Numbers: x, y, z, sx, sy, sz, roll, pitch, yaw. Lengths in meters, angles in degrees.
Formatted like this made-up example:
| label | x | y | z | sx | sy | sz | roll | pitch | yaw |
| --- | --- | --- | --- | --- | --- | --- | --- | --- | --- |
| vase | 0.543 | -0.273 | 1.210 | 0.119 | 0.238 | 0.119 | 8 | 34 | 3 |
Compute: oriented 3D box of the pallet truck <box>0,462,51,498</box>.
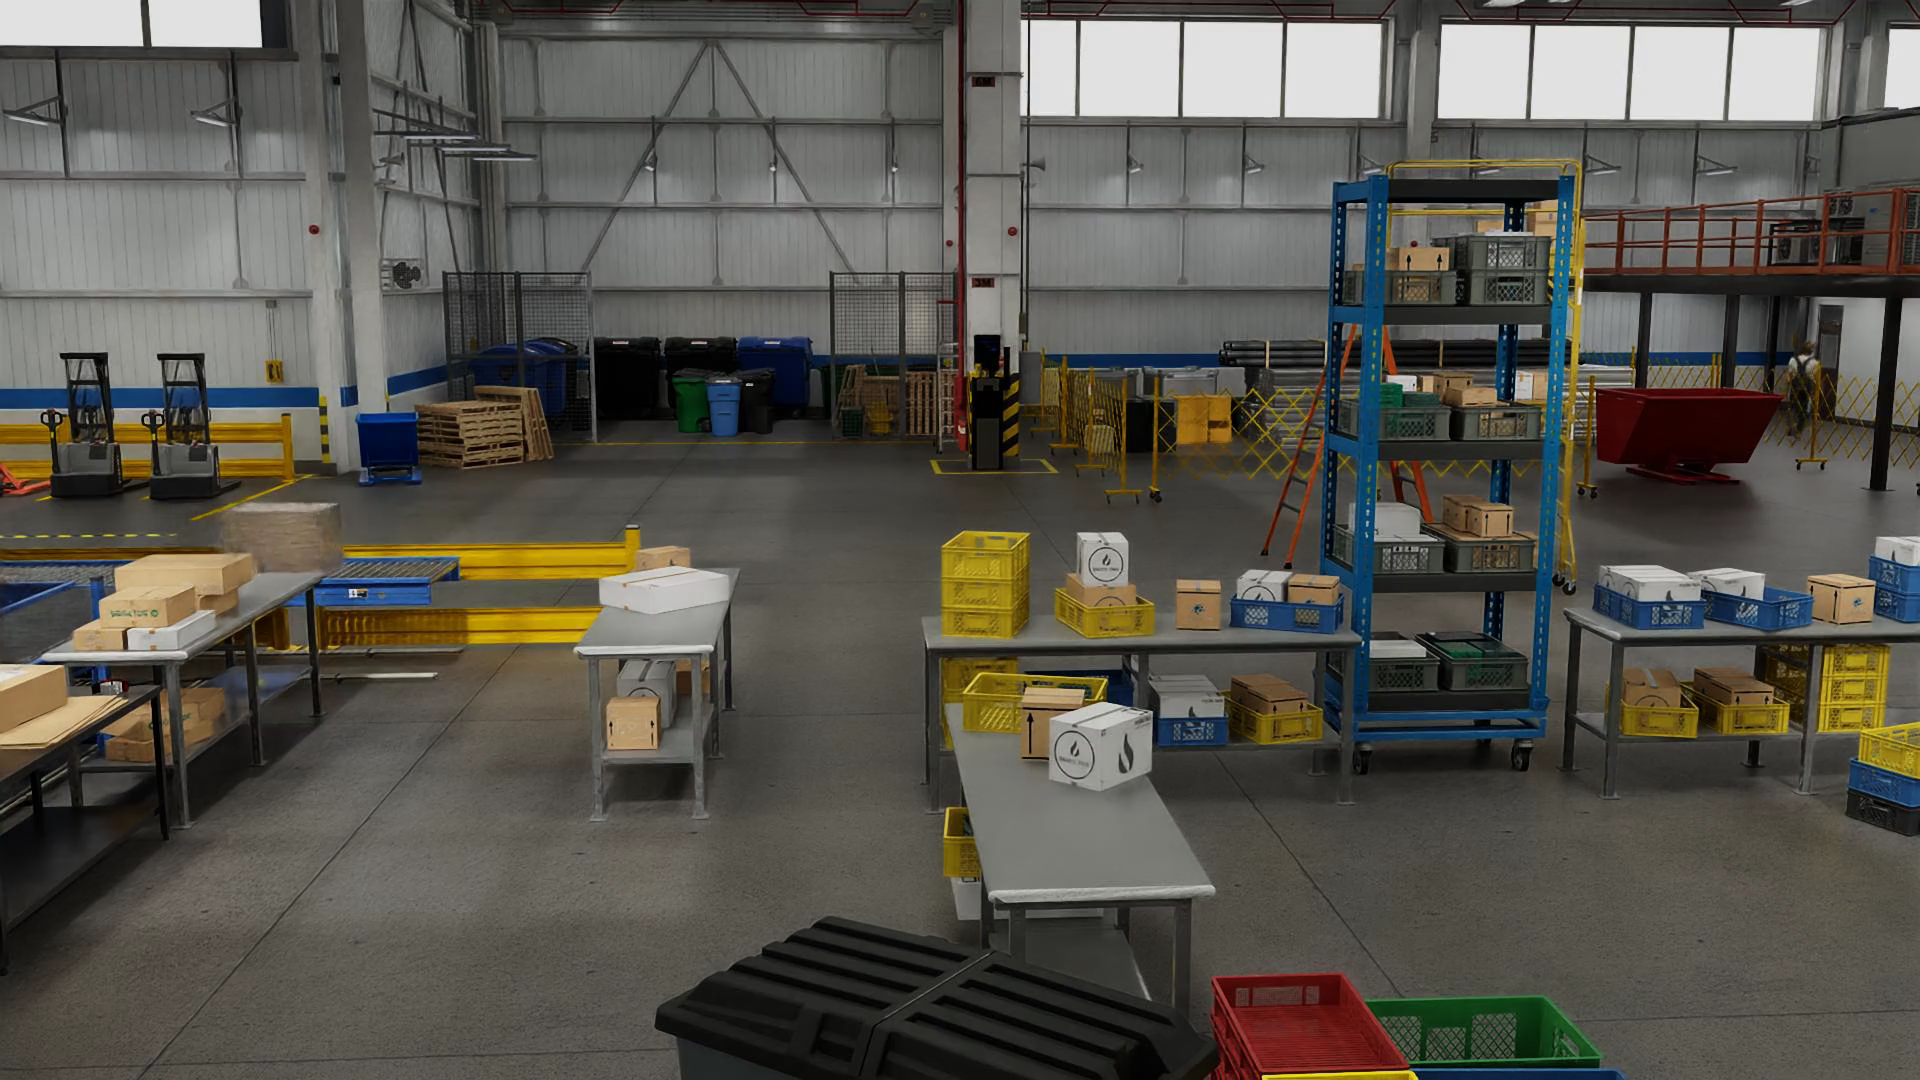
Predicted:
| label | x | y | z | sx | sy | sz | roll | pitch | yaw |
| --- | --- | --- | --- | --- | --- | --- | --- | --- | --- |
| pallet truck | -13.193 | -1.293 | 23.148 | 0.653 | 1.274 | 1.630 | -1 | 9 | -4 |

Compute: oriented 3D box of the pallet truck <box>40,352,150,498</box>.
| label | x | y | z | sx | sy | sz | roll | pitch | yaw |
| --- | --- | --- | --- | --- | --- | --- | --- | --- | --- |
| pallet truck | -11.907 | -1.642 | 23.165 | 0.823 | 1.965 | 1.885 | 0 | 9 | 0 |

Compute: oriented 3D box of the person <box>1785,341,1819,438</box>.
| label | x | y | z | sx | sy | sz | roll | pitch | yaw |
| --- | --- | --- | --- | --- | --- | --- | --- | --- | --- |
| person | 15.664 | -2.795 | 30.943 | 0.535 | 1.824 | 0.407 | 7 | 11 | 38 |

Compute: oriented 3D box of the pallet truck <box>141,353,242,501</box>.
| label | x | y | z | sx | sy | sz | roll | pitch | yaw |
| --- | --- | --- | --- | --- | --- | --- | --- | --- | --- |
| pallet truck | -10.520 | -1.604 | 22.925 | 0.823 | 1.965 | 1.885 | -1 | 9 | -6 |
